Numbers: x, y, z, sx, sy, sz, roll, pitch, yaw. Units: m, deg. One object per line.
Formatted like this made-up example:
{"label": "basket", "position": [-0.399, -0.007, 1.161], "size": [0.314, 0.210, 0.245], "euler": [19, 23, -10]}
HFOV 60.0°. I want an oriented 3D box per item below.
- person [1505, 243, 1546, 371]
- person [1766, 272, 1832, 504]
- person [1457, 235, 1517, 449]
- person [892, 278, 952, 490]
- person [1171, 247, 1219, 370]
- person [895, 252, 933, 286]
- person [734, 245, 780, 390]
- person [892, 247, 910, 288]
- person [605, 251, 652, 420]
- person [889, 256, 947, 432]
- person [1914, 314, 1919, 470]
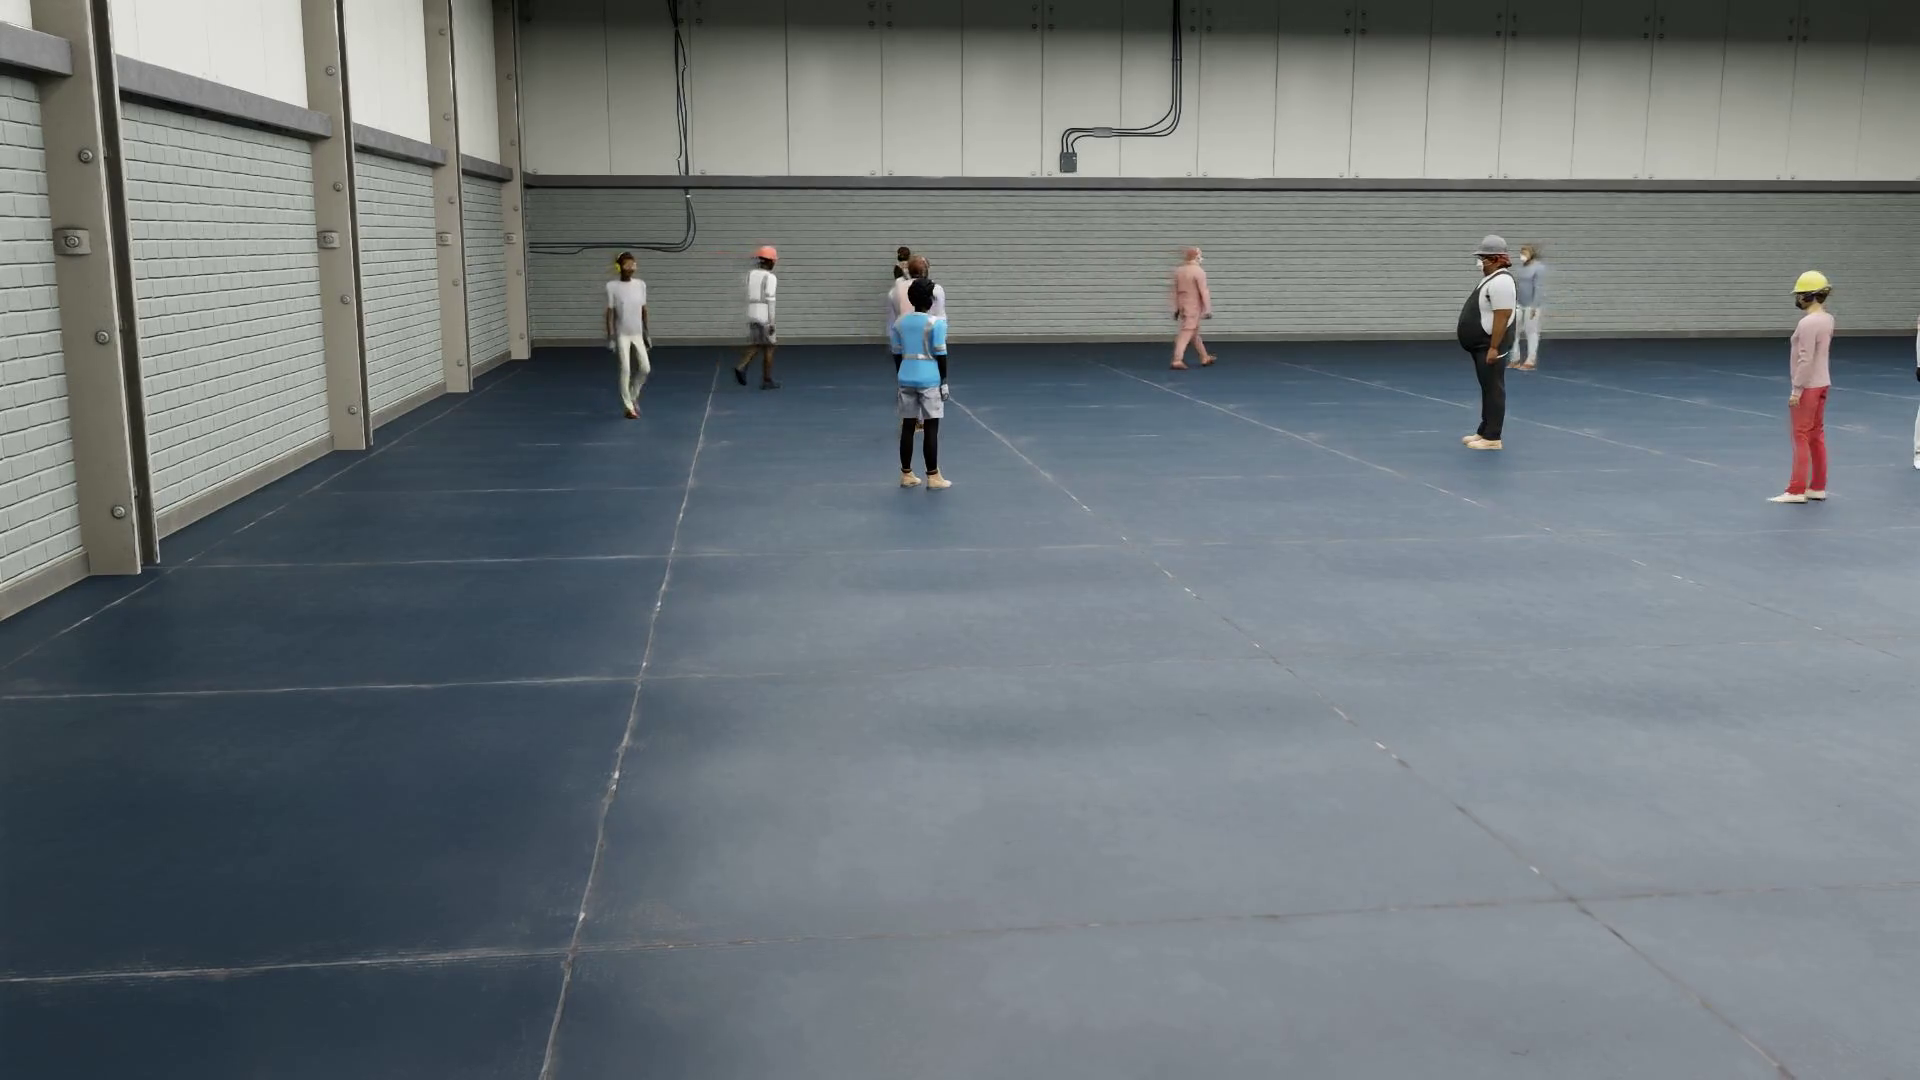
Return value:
{"label": "person", "position": [8.518, -3.502, 25.122], "size": [0.602, 1.918, 0.636], "euler": [-5, 12, -26]}
{"label": "person", "position": [6.453, -1.140, 12.671], "size": [0.429, 1.766, 0.540], "euler": [10, 14, 44]}
{"label": "person", "position": [5.038, -1.890, 15.933], "size": [0.536, 2.000, 0.680], "euler": [2, 11, 13]}
{"label": "person", "position": [-0.307, -1.249, 13.358], "size": [0.531, 1.698, 0.320], "euler": [8, 13, 36]}
{"label": "person", "position": [3.622, -3.543, 25.510], "size": [0.997, 1.852, 0.672], "euler": [-5, 11, -25]}
{"label": "person", "position": [-0.575, -2.660, 20.723], "size": [0.522, 1.833, 0.570], "euler": [1, 10, 5]}
{"label": "person", "position": [-2.643, -2.925, 21.960], "size": [0.555, 1.913, 0.608], "euler": [9, 14, 41]}
{"label": "person", "position": [-1.029, -4.438, 30.452], "size": [0.429, 1.844, 0.625], "euler": [6, 12, 31]}
{"label": "person", "position": [-3.661, -2.264, 18.477], "size": [0.546, 1.860, 0.380], "euler": [-8, 13, -37]}
{"label": "person", "position": [-0.415, -2.010, 17.174], "size": [0.650, 1.825, 0.436], "euler": [5, 11, 25]}
{"label": "person", "position": [8.607, -1.562, 14.442], "size": [0.585, 1.929, 0.364], "euler": [0, 10, 2]}
